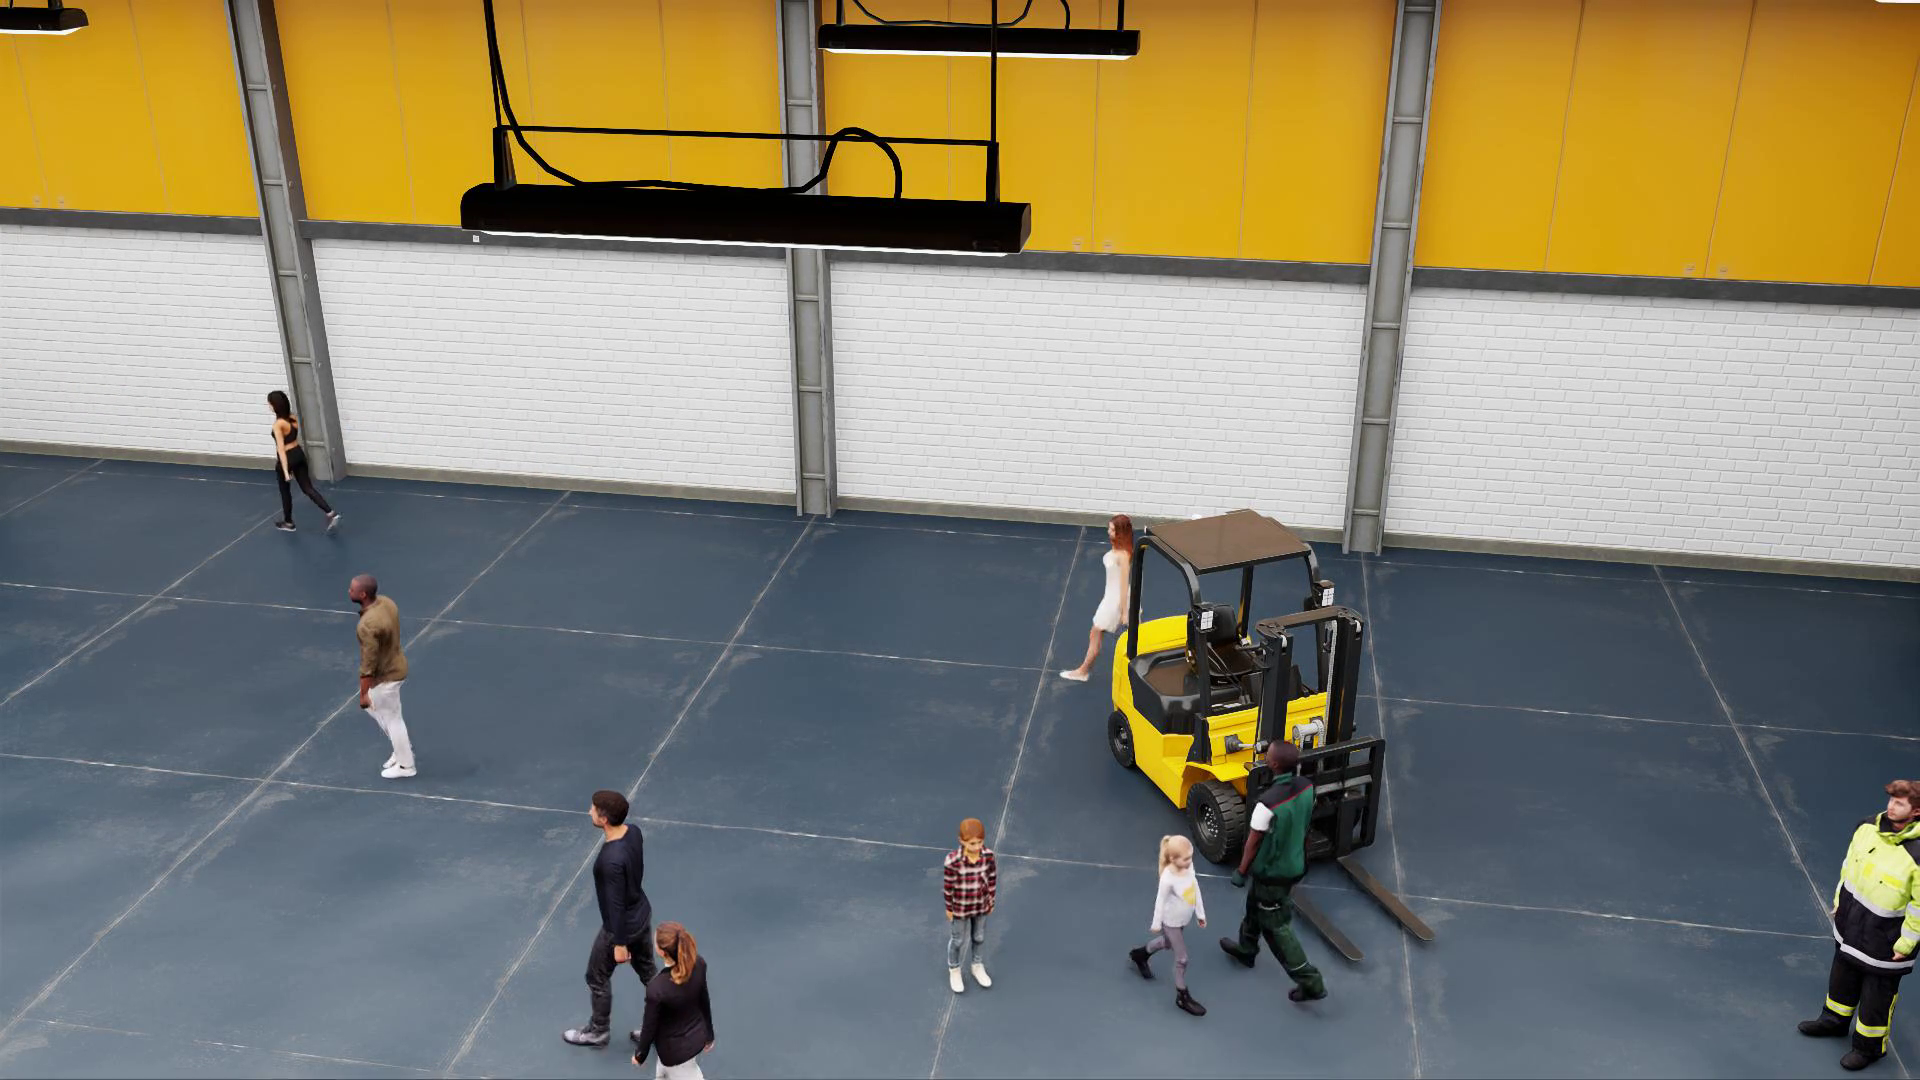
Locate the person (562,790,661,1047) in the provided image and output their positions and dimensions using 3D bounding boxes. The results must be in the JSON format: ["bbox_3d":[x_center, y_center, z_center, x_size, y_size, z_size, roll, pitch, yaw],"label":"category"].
[{"bbox_3d":[-1.976,2.386,10.266,0.916,1.848,0.685,5,24,11],"label":"person"}]

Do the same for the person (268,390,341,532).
[{"bbox_3d":[-7.106,-0.819,17.878,1.080,1.622,0.653,8,25,18],"label":"person"}]

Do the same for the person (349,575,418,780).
[{"bbox_3d":[-4.511,1.090,13.270,0.751,1.815,0.817,-2,24,-5],"label":"person"}]

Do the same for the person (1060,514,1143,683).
[{"bbox_3d":[1.508,0.568,14.676,1.151,1.645,0.667,2,24,4],"label":"person"}]

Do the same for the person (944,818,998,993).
[{"bbox_3d":[0.054,2.379,10.962,0.548,1.302,0.650,-8,25,-17],"label":"person"}]

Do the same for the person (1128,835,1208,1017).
[{"bbox_3d":[1.352,2.444,10.863,0.949,1.263,0.754,18,29,36],"label":"person"}]

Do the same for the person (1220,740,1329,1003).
[{"bbox_3d":[2.113,2.179,10.789,1.246,1.807,1.072,20,31,39],"label":"person"}]

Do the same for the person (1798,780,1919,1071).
[{"bbox_3d":[5.654,2.330,10.225,0.840,1.983,0.867,-7,25,-16],"label":"person"}]

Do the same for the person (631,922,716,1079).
[{"bbox_3d":[-1.480,2.918,9.271,1.239,1.669,0.845,13,27,27],"label":"person"}]
